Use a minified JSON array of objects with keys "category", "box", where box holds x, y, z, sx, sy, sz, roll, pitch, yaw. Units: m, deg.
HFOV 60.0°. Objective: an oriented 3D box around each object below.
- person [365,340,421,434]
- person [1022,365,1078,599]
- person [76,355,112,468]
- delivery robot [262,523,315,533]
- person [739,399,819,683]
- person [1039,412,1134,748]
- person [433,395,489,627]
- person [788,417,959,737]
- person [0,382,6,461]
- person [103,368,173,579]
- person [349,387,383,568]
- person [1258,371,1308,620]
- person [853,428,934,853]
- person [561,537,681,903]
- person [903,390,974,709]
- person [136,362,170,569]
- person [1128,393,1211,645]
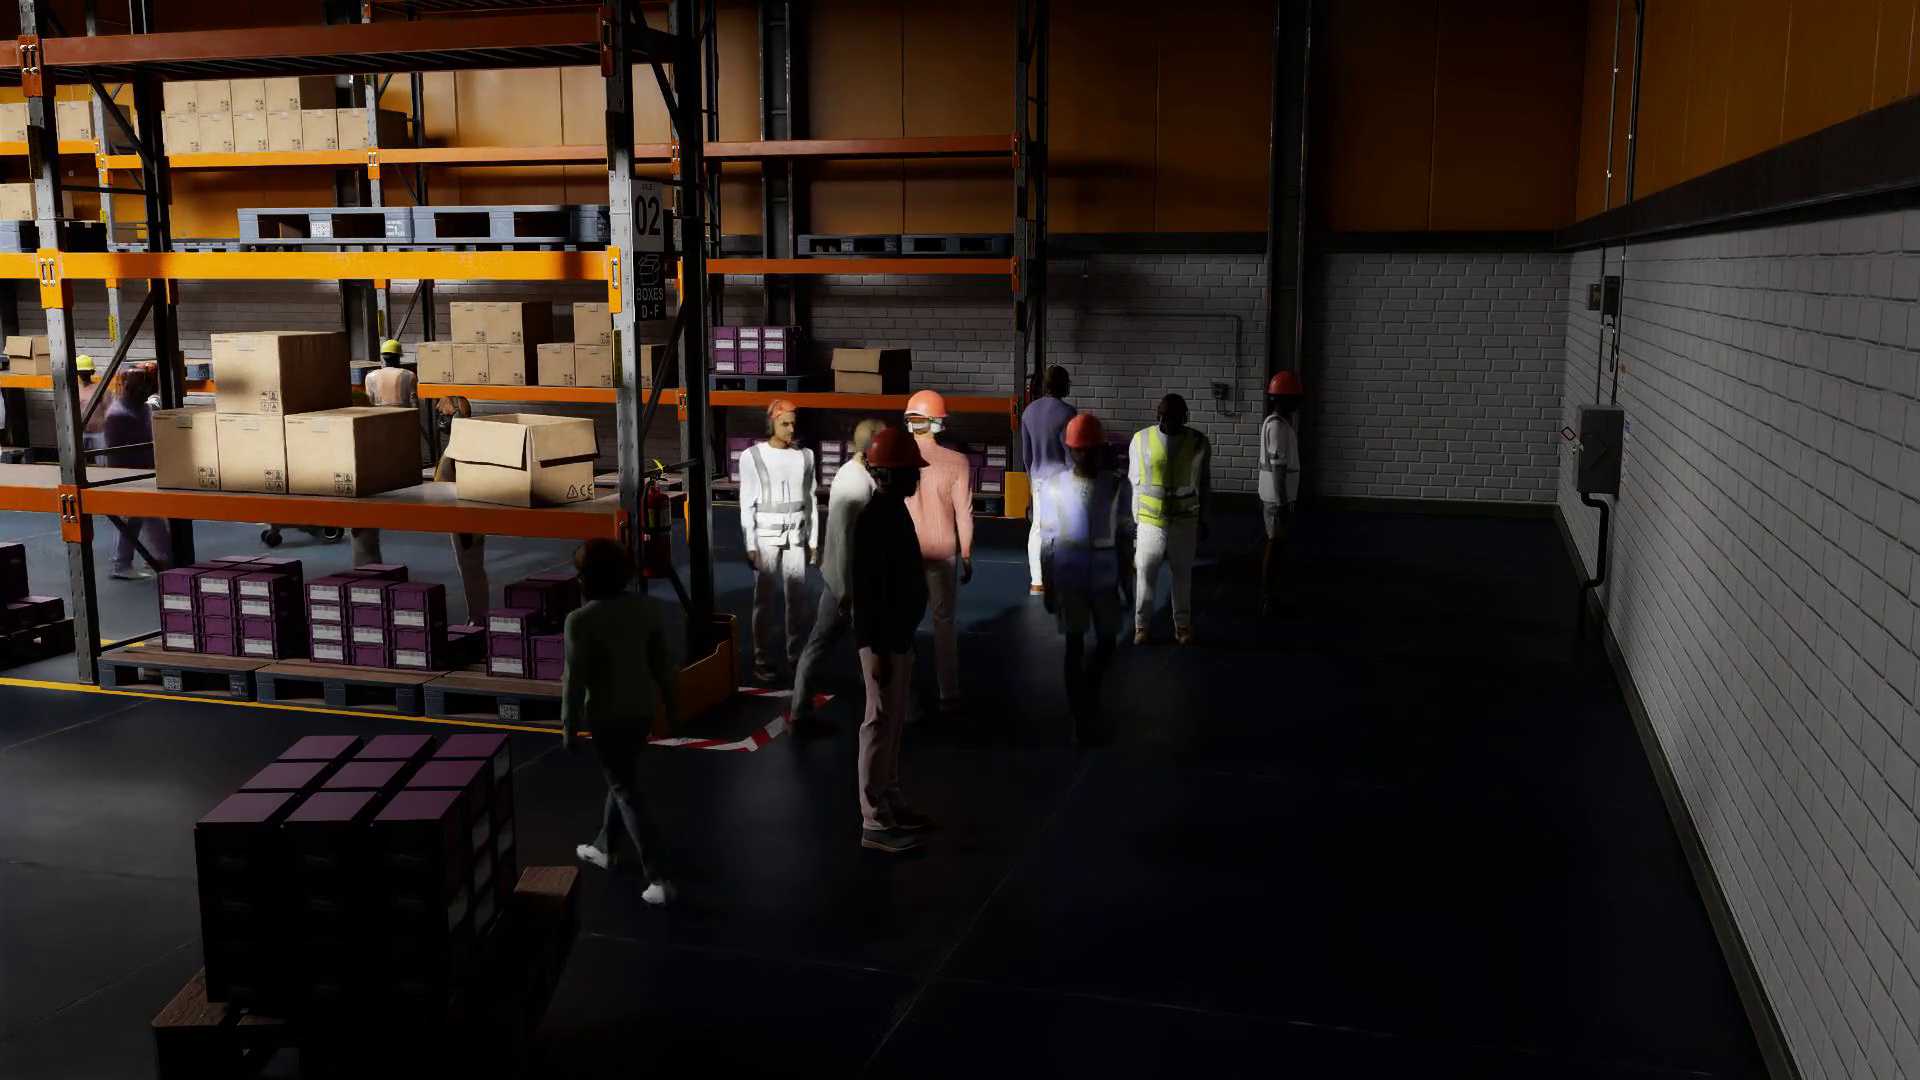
[{"category":"person","box":[-6.413,-1.303,18.878,0.584,1.918,0.381,-1,9,-4]},{"category":"person","box":[0.778,-0.480,13.798,0.371,1.941,0.627,-8,12,-40]},{"category":"person","box":[-9.819,-1.204,18.744,0.524,1.768,0.312,-4,10,-22]},{"category":"delivery robot","box":[-6.557,-0.280,16.503,0.707,0.478,0.477,-6,11,-31]},{"category":"person","box":[-1.188,0.004,11.028,0.588,1.876,0.360,-7,12,-36]},{"category":"person","box":[0.726,0.206,9.647,0.552,1.925,0.589,0,9,-3]},{"category":"person","box":[-3.574,-0.126,11.974,0.428,1.836,0.626,-3,10,-16]},{"category":"person","box":[-0.537,0.230,9.642,1.028,1.871,0.656,-2,9,-9]},{"category":"person","box":[-11.252,-1.287,19.015,0.622,1.845,0.430,-4,10,-23]},{"category":"person","box":[-7.056,-0.558,14.482,0.872,1.868,0.644,-1,9,-4]},{"category":"person","box":[-4.615,-0.265,12.817,0.404,1.832,0.594,-2,9,-11]},{"category":"person","box":[2.517,-0.352,13.024,0.355,1.939,0.543,1,9,7]},{"category":"person","box":[-0.321,0.463,7.882,0.382,1.995,0.612,2,9,9]},{"category":"person","box":[-1.486,0.768,7.276,0.860,1.584,0.534,9,13,43]},{"category":"person","box":[-0.212,0.074,10.258,0.617,1.990,0.393,2,10,12]},{"category":"person","box":[-7.347,-0.682,15.205,0.355,1.882,0.576,-3,10,-18]},{"category":"person","box":[1.516,-0.148,12.096,0.619,1.838,0.430,0,9,1]}]
